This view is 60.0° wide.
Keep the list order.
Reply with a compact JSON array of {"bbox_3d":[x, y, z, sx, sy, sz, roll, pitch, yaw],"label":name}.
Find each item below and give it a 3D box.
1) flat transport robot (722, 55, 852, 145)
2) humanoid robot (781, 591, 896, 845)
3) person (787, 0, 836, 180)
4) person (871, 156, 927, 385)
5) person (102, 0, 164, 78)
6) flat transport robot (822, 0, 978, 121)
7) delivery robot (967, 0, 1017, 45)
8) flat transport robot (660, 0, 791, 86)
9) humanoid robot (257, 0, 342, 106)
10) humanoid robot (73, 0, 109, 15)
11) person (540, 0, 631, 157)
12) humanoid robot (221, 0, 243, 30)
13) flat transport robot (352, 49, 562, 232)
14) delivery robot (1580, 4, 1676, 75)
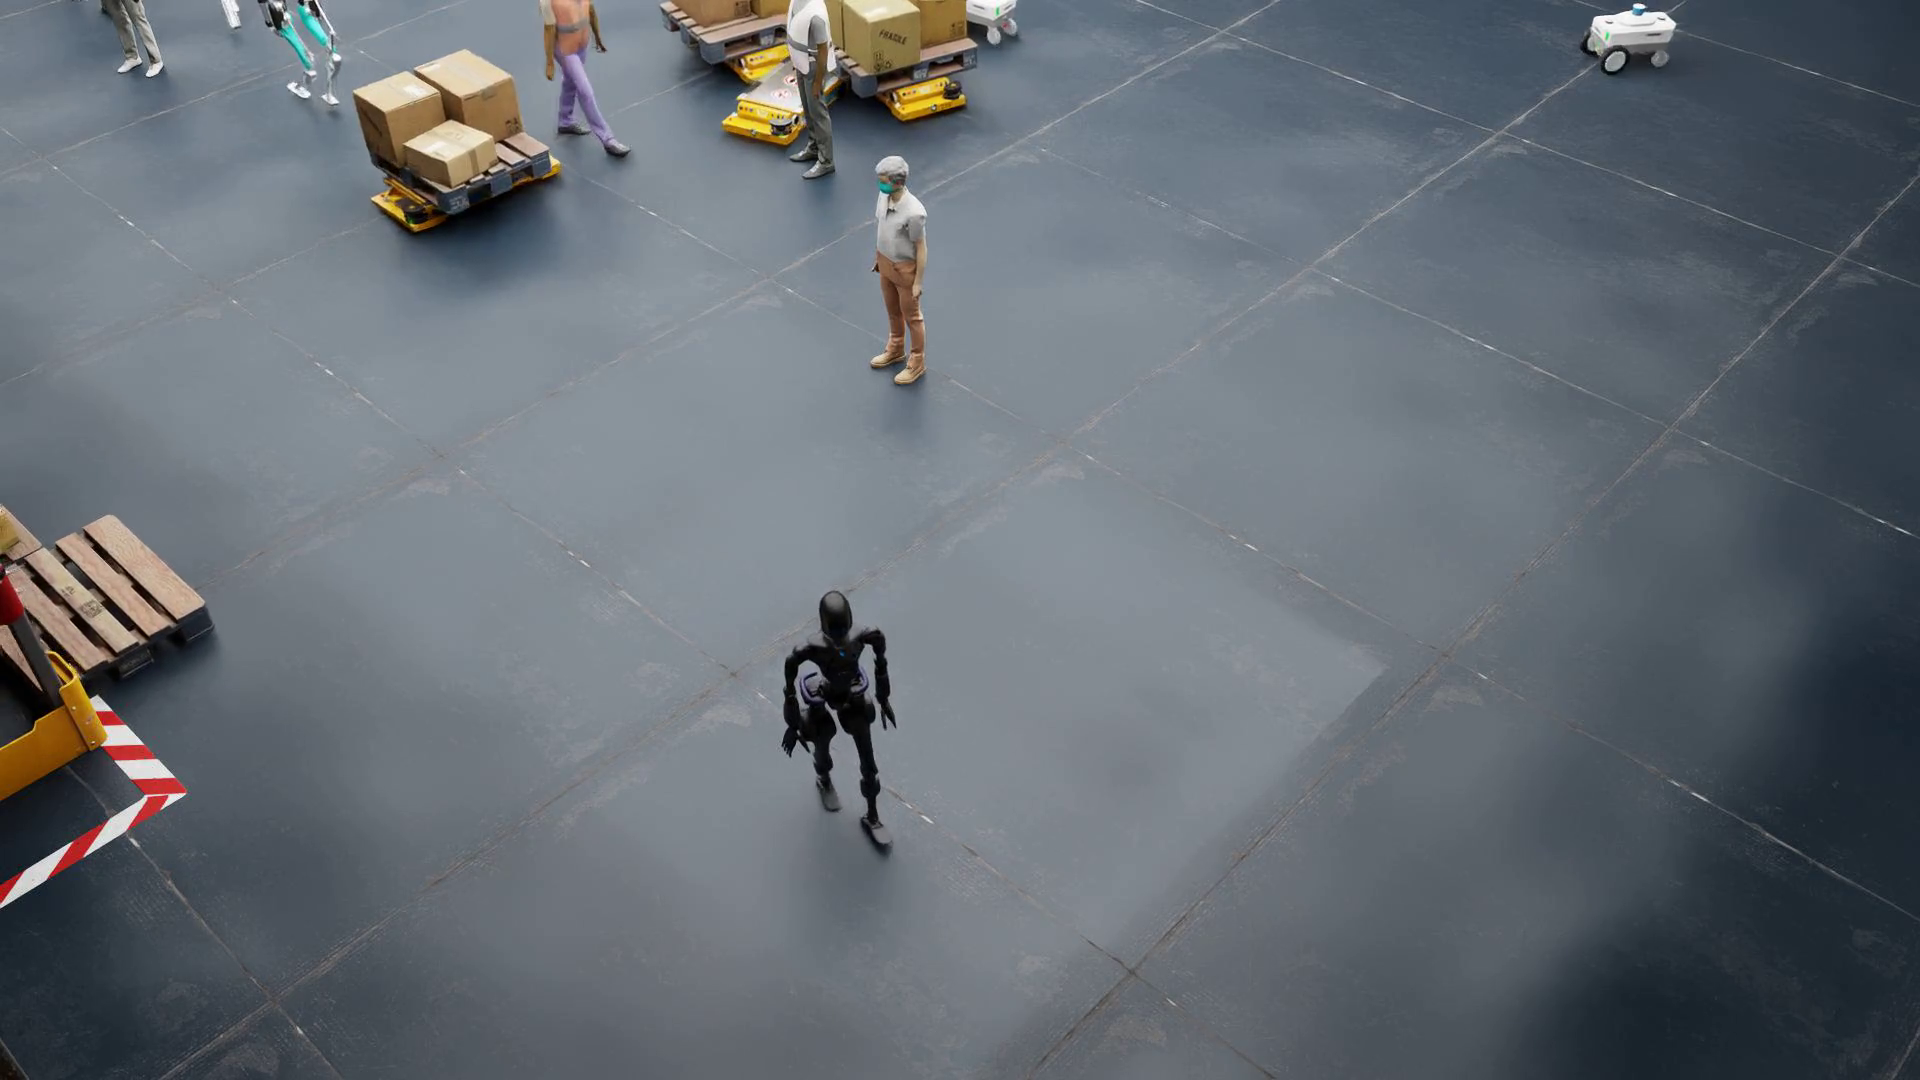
[{"bbox_3d":[-1.493,-4.005,14.978,0.659,0.231,1.431,18,45,19],"label":"flat transport robot"},{"bbox_3d":[-0.615,0.891,8.490,0.610,1.637,0.616,-16,44,-17],"label":"humanoid robot"},{"bbox_3d":[-1.220,-3.874,13.653,0.375,1.843,0.570,-15,44,-16],"label":"person"},{"bbox_3d":[-0.423,-1.874,11.510,0.307,1.736,0.497,-29,49,-28],"label":"person"},{"bbox_3d":[-7.649,-5.008,15.066,0.523,1.639,0.306,12,43,14],"label":"person"},{"bbox_3d":[-0.591,-4.292,15.296,0.659,0.231,1.431,-21,46,-22],"label":"flat transport robot"},{"bbox_3d":[0.162,-5.150,16.046,0.799,0.608,0.499,27,48,26],"label":"delivery robot"},{"bbox_3d":[-2.048,-4.740,15.794,0.659,0.231,1.431,-24,47,-24],"label":"flat transport robot"},{"bbox_3d":[-5.760,-4.549,14.476,0.550,1.753,0.917,-30,50,-29],"label":"humanoid robot"},{"bbox_3d":[-8.690,-5.929,16.100,0.609,1.626,0.793,-30,50,-29],"label":"humanoid robot"},{"bbox_3d":[-3.190,-4.107,13.959,0.928,1.781,0.653,18,45,19],"label":"person"},{"bbox_3d":[-7.149,-5.716,15.796,0.572,1.754,1.005,-21,46,-22],"label":"humanoid robot"},{"bbox_3d":[-4.116,-3.014,13.876,0.659,0.231,1.431,33,52,31],"label":"flat transport robot"},{"bbox_3d":[6.236,-4.695,15.545,0.791,0.614,0.499,-6,42,-7],"label":"delivery robot"}]
